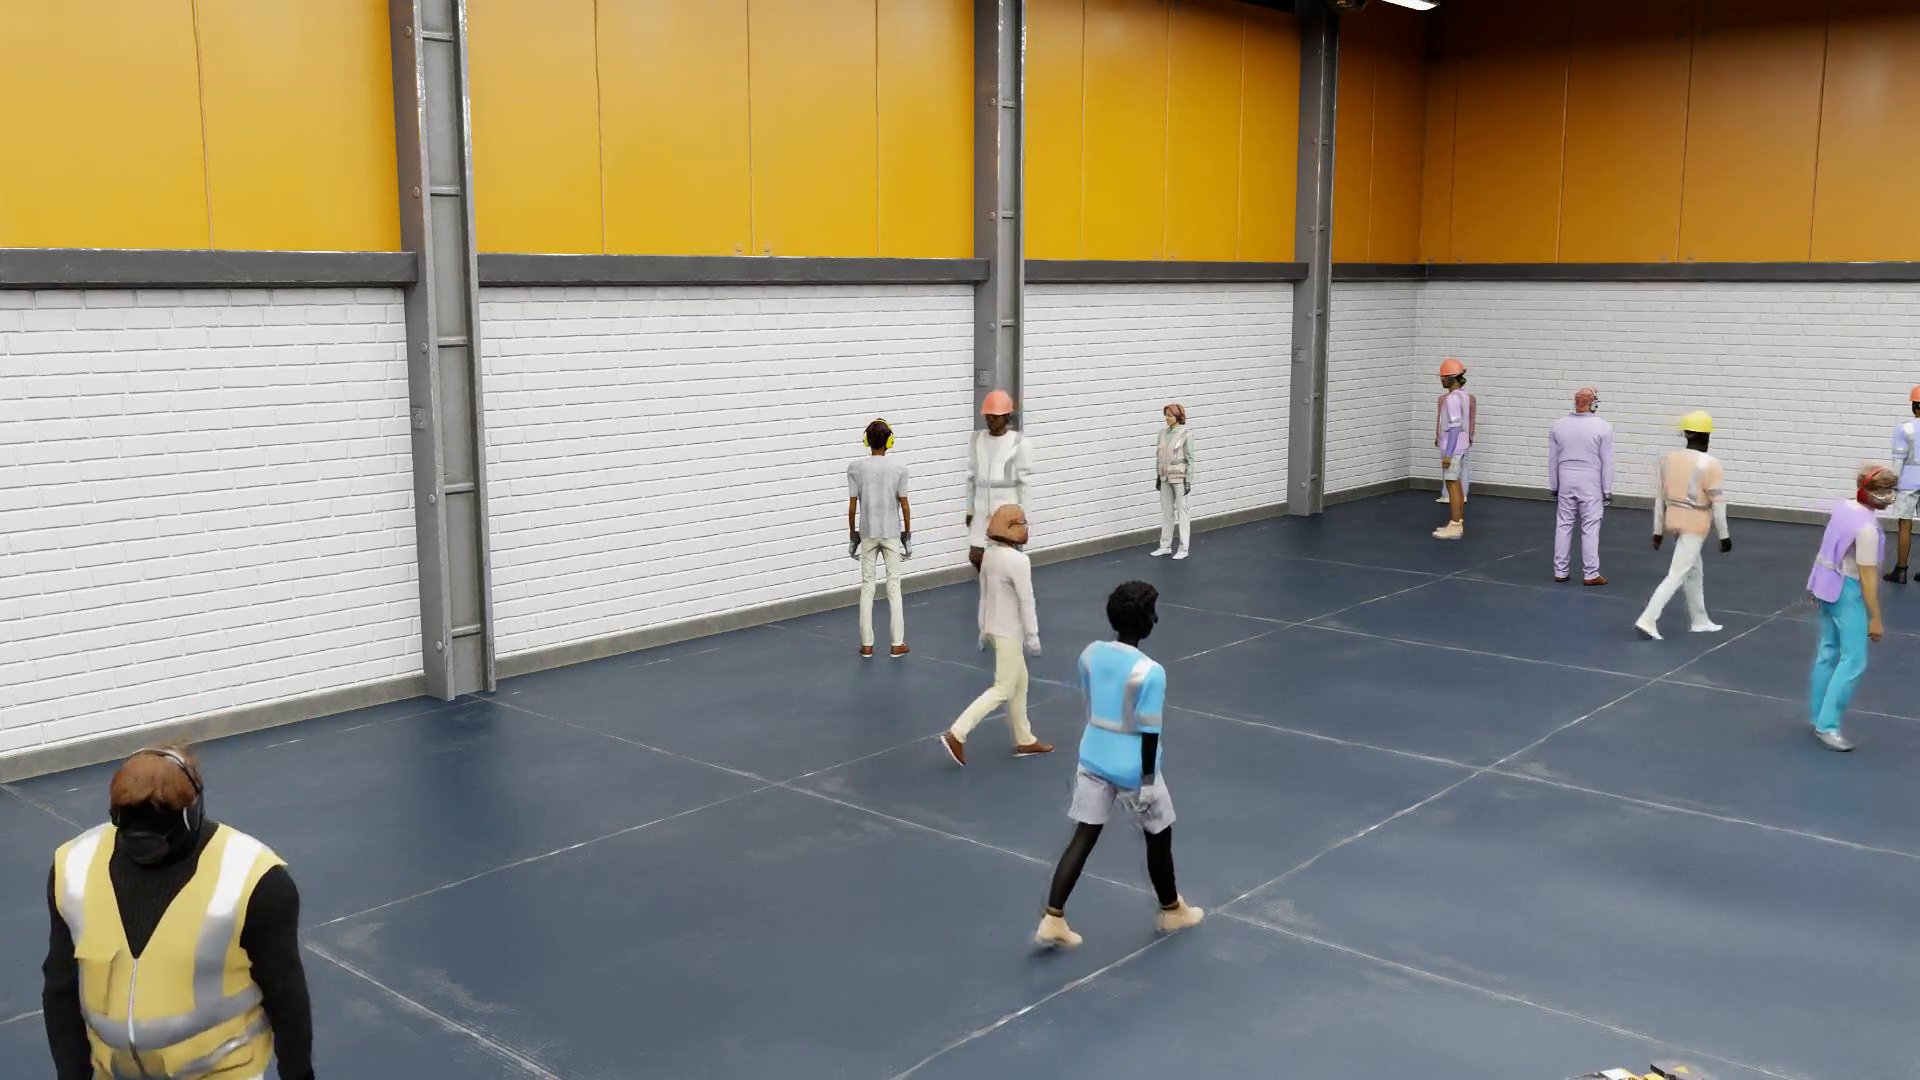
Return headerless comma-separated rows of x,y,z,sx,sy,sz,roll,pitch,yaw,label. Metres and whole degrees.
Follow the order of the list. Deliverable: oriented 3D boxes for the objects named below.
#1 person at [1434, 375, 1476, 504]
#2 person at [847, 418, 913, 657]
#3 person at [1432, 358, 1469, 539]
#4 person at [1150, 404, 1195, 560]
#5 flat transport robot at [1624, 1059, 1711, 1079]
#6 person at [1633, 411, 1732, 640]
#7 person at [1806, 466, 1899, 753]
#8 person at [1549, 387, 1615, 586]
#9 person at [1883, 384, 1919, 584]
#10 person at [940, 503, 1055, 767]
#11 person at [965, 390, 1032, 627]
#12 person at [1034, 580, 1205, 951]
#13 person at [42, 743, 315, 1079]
6.446,-1.348,21.686,0.534,1.766,0.319,-1,9,-8,person
-0.619,-0.013,12.975,0.509,1.872,0.328,1,9,4,person
5.545,-1.030,18.829,0.395,2.038,0.615,4,10,25,person
2.255,-0.615,17.473,0.315,1.641,0.515,-7,11,-36,person
2.002,2.000,5.338,1.431,0.197,0.652,-4,10,-21,flat transport robot
5.924,-0.118,13.616,0.970,1.886,0.592,-3,10,-18,person
5.604,0.407,10.561,0.396,1.805,0.696,2,9,10,person
5.999,-0.517,16.021,0.404,1.911,0.636,-9,12,-43,person
9.224,-0.537,16.047,0.543,1.939,0.360,0,9,3,person
0.231,0.573,10.116,0.758,1.607,0.496,-4,10,-22,person
0.311,-0.255,14.028,0.641,2.018,0.548,5,10,28,person
0.706,0.989,7.344,0.864,1.655,0.528,-7,12,-39,person
-2.045,1.370,4.500,0.636,1.809,0.689,0,9,3,person
